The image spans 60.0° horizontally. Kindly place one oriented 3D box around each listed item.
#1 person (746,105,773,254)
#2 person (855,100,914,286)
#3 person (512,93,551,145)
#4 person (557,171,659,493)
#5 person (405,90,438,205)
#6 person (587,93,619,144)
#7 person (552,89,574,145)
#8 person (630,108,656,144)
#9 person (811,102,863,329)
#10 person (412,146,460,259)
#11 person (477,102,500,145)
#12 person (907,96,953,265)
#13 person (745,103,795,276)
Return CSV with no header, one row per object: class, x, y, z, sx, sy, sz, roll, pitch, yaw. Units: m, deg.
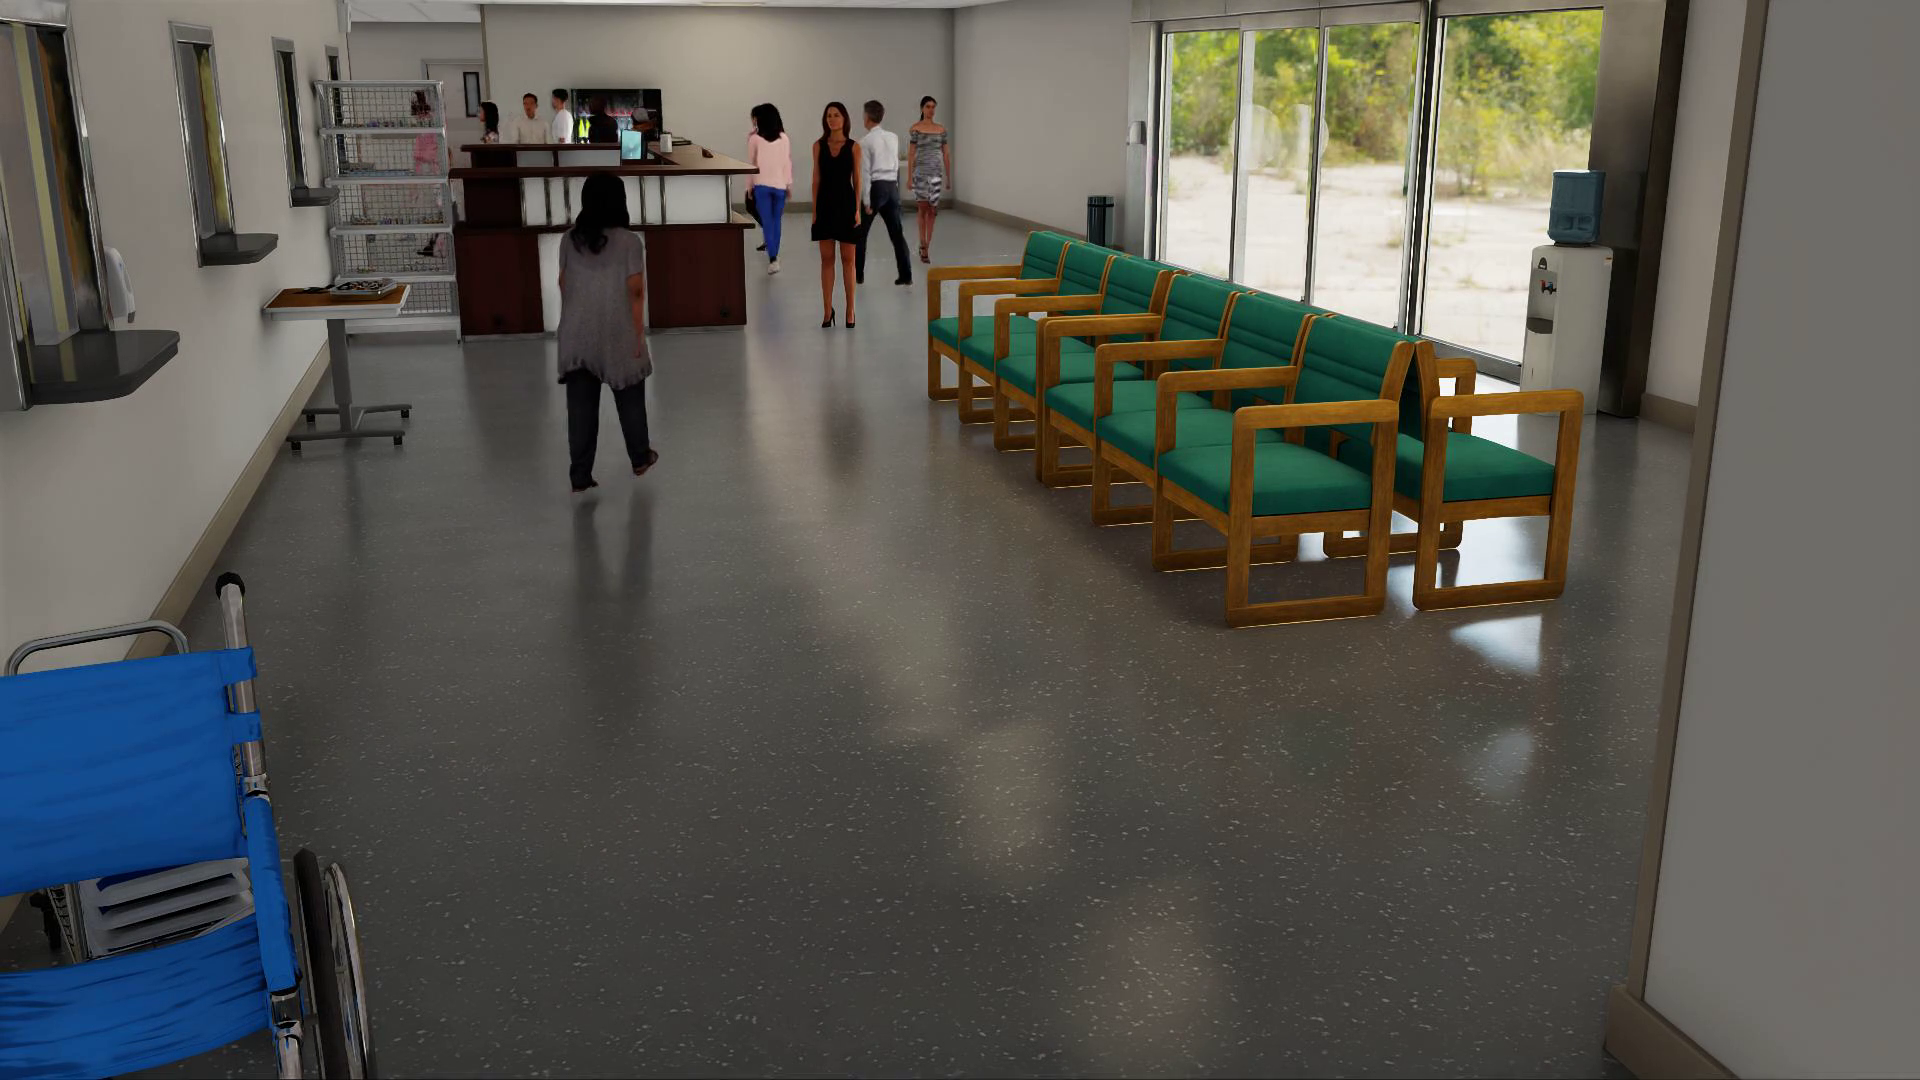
person,-2.233,-4.170,19.317,0.805,1.689,0.750,15,21,42
person,-0.714,-3.308,16.103,1.218,1.774,1.019,-11,19,-35
person,-5.513,-4.832,21.442,0.586,1.809,0.772,-9,18,-29
person,-1.818,-1.001,8.289,1.055,1.572,0.936,2,16,7
person,-8.358,-6.137,26.169,1.126,1.757,1.086,5,17,18
person,-4.282,-4.554,20.455,0.836,1.811,0.826,2,16,8
person,-5.386,-5.296,23.098,1.289,1.804,0.950,1,16,2
person,-3.982,-4.691,21.286,0.860,1.622,0.805,5,16,16
person,-1.010,-2.667,13.715,0.564,1.835,0.700,1,16,3
person,-5.739,-3.791,18.787,0.932,1.247,0.713,-12,20,-37
person,-5.416,-4.254,19.596,1.128,1.699,0.681,-2,16,-7
person,-0.388,-3.972,18.392,0.566,1.811,0.709,-6,17,-20
person,-1.933,-3.550,17.065,1.094,1.718,0.698,-4,16,-15
